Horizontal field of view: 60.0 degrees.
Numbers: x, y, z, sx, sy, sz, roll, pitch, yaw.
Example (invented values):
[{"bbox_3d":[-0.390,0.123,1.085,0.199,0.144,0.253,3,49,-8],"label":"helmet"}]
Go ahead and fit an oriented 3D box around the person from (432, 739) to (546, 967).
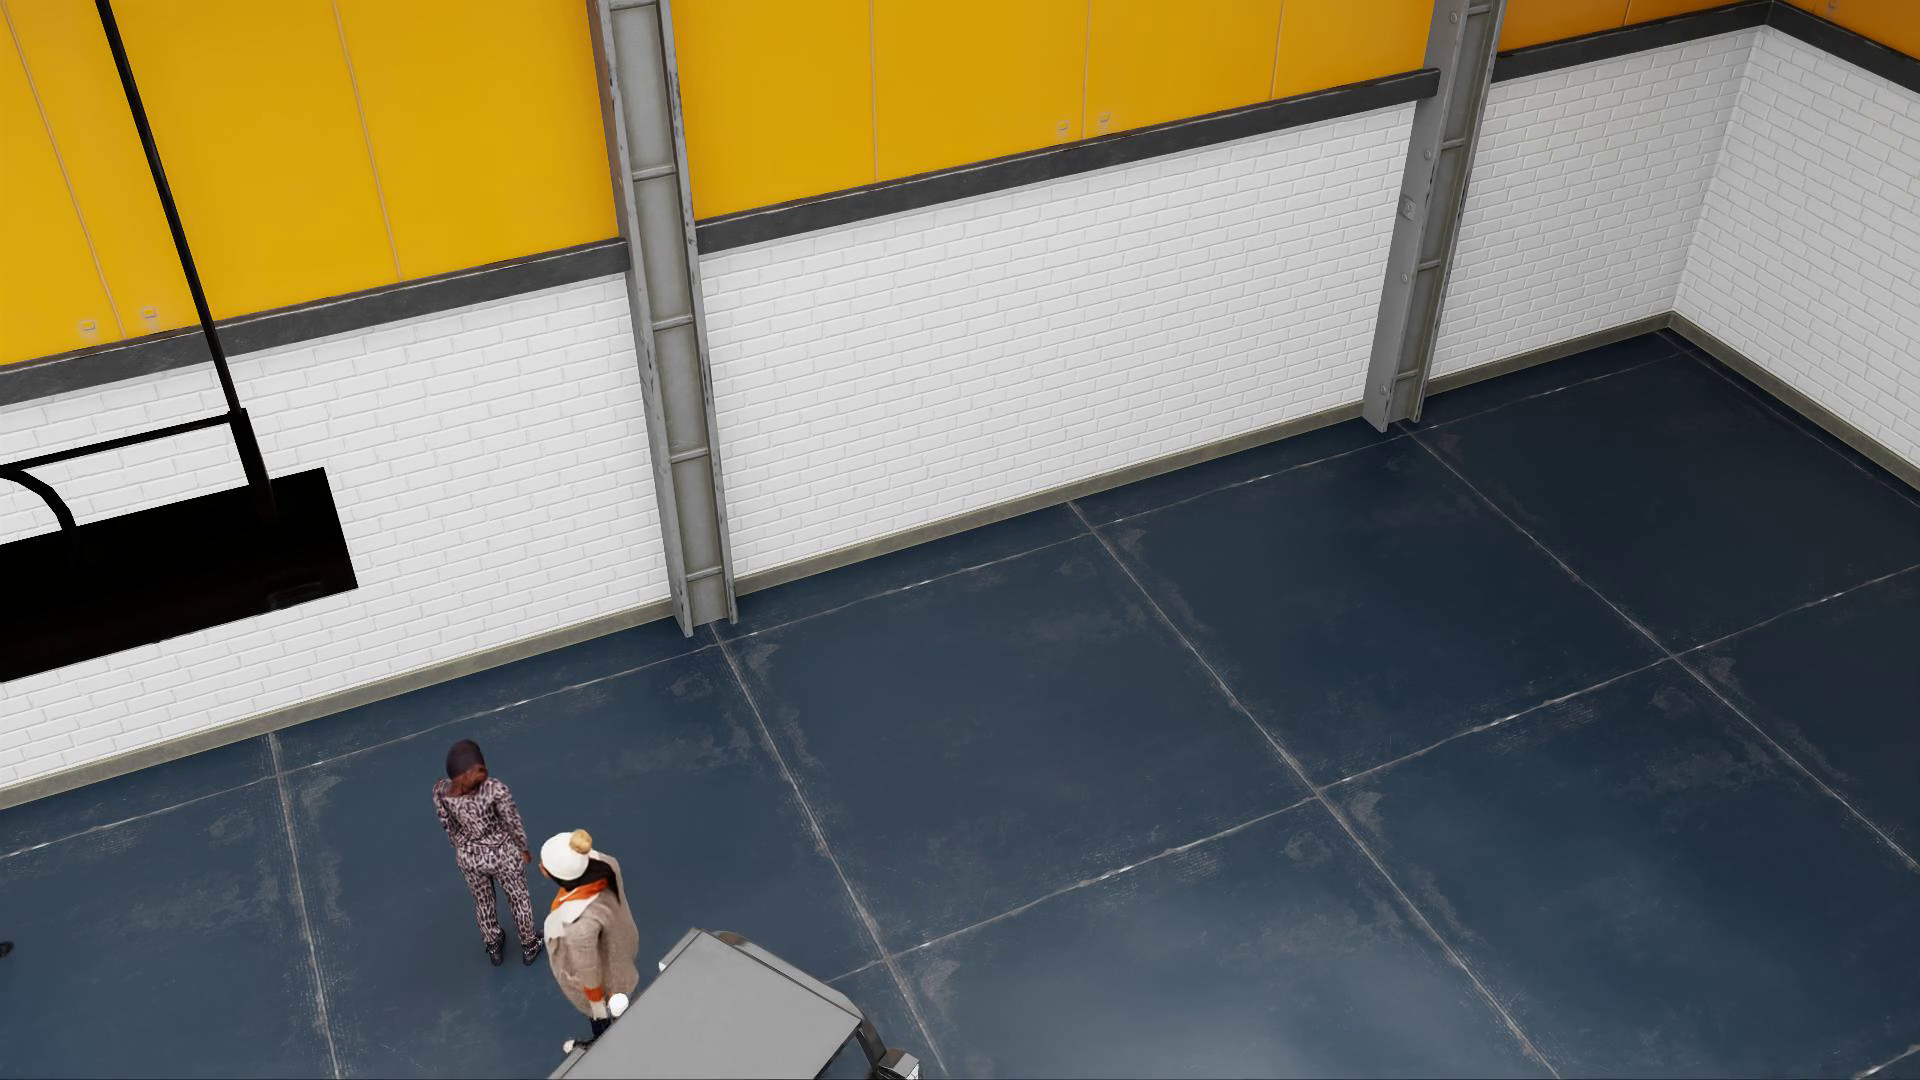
[{"bbox_3d":[-2.590,1.723,9.135,0.658,1.709,0.742,1,39,2],"label":"person"}]
